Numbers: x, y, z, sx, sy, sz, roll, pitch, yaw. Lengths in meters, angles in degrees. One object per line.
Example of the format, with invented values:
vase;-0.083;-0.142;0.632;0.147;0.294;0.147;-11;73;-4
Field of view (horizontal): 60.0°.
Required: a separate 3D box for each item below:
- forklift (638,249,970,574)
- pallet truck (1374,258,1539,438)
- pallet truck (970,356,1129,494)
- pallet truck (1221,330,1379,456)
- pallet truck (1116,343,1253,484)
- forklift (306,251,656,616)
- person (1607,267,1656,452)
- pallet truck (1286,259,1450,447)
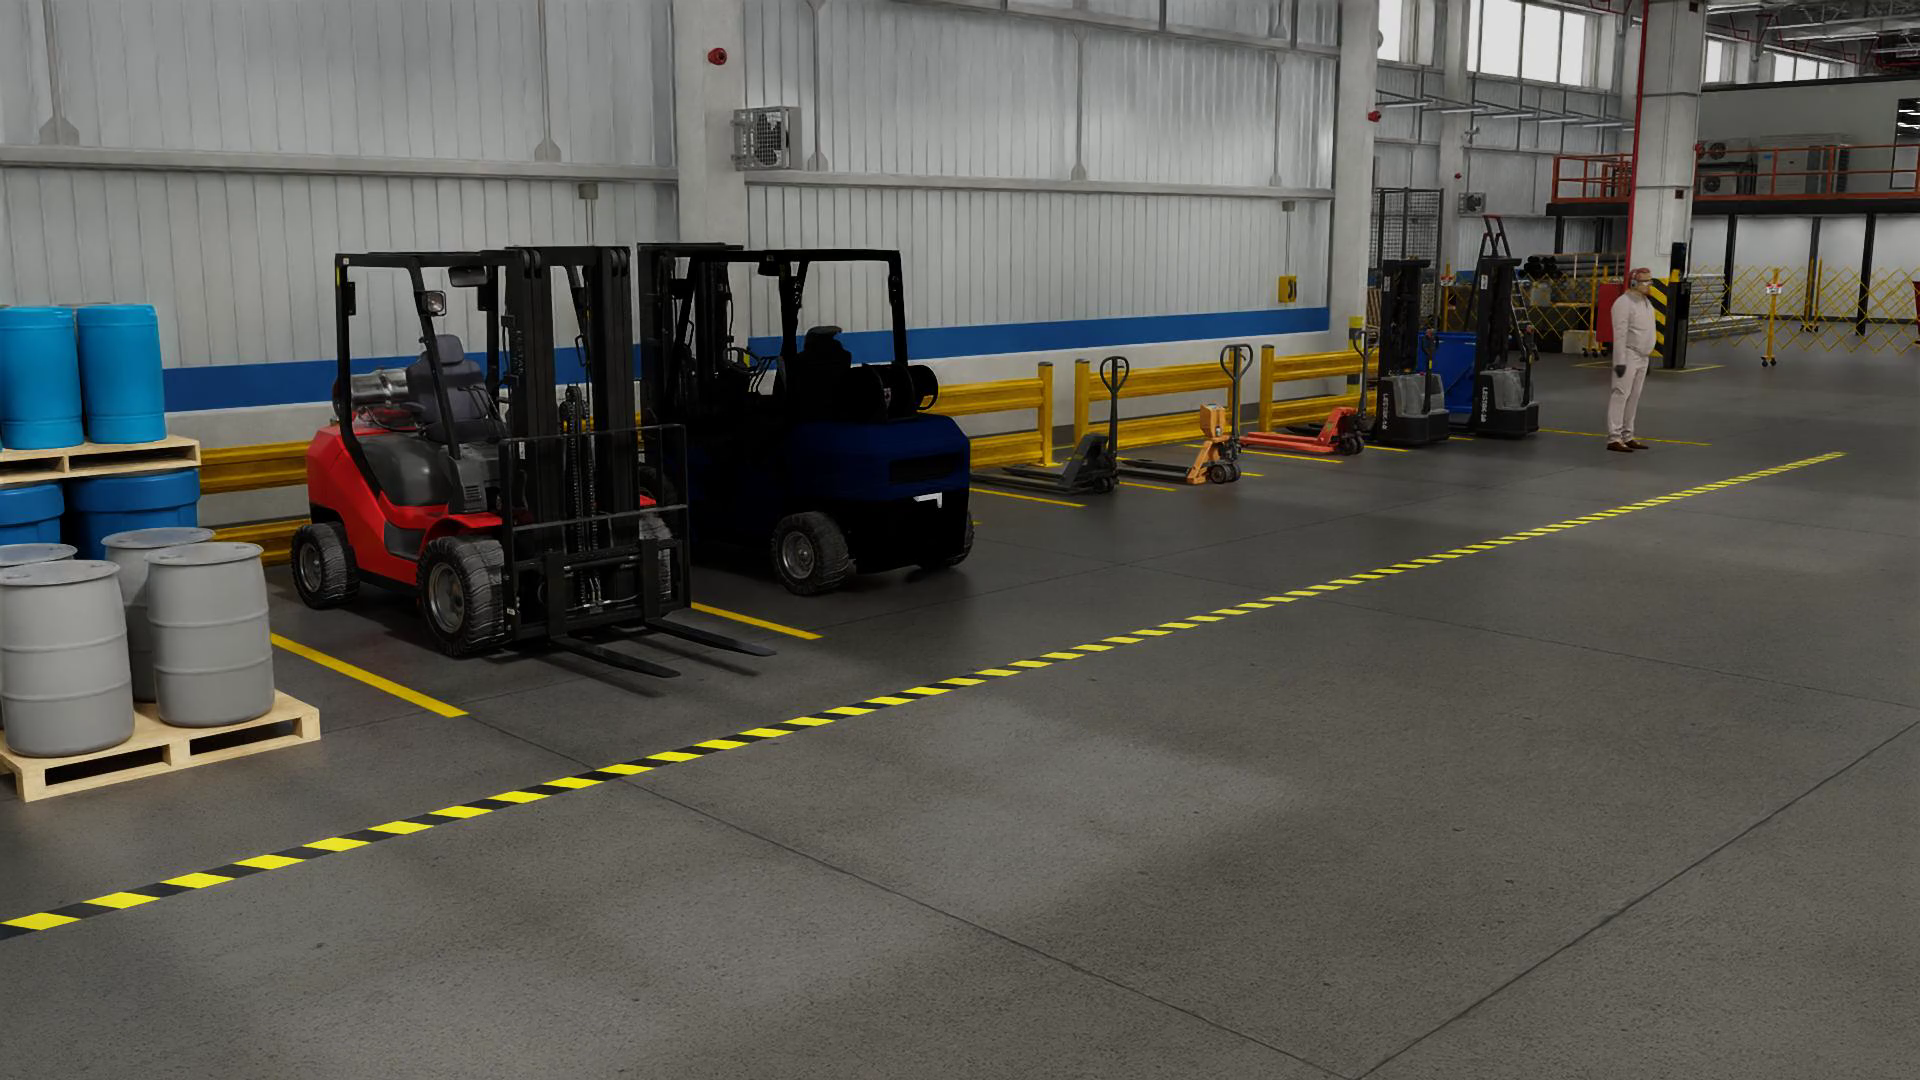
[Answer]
forklift;-1.173;-0.958;11.239;2.680;1.987;1.157;10;14;43
pallet truck;5.704;-2.208;18.901;1.885;1.965;0.823;10;14;43
pallet truck;0.784;-1.085;14.876;0.680;1.201;1.601;-10;14;-44
pallet truck;3.563;-1.581;17.381;0.653;1.274;1.630;-10;14;-44
pallet truck;1.962;-1.215;15.415;1.522;1.261;0.704;10;14;43
forklift;-2.833;-0.669;9.694;1.157;1.987;2.680;-10;14;-44
person;7.020;-1.874;17.326;0.636;1.911;0.405;-9;14;-41
pallet truck;4.493;-2.078;18.196;0.823;1.965;1.885;-9;14;-40
